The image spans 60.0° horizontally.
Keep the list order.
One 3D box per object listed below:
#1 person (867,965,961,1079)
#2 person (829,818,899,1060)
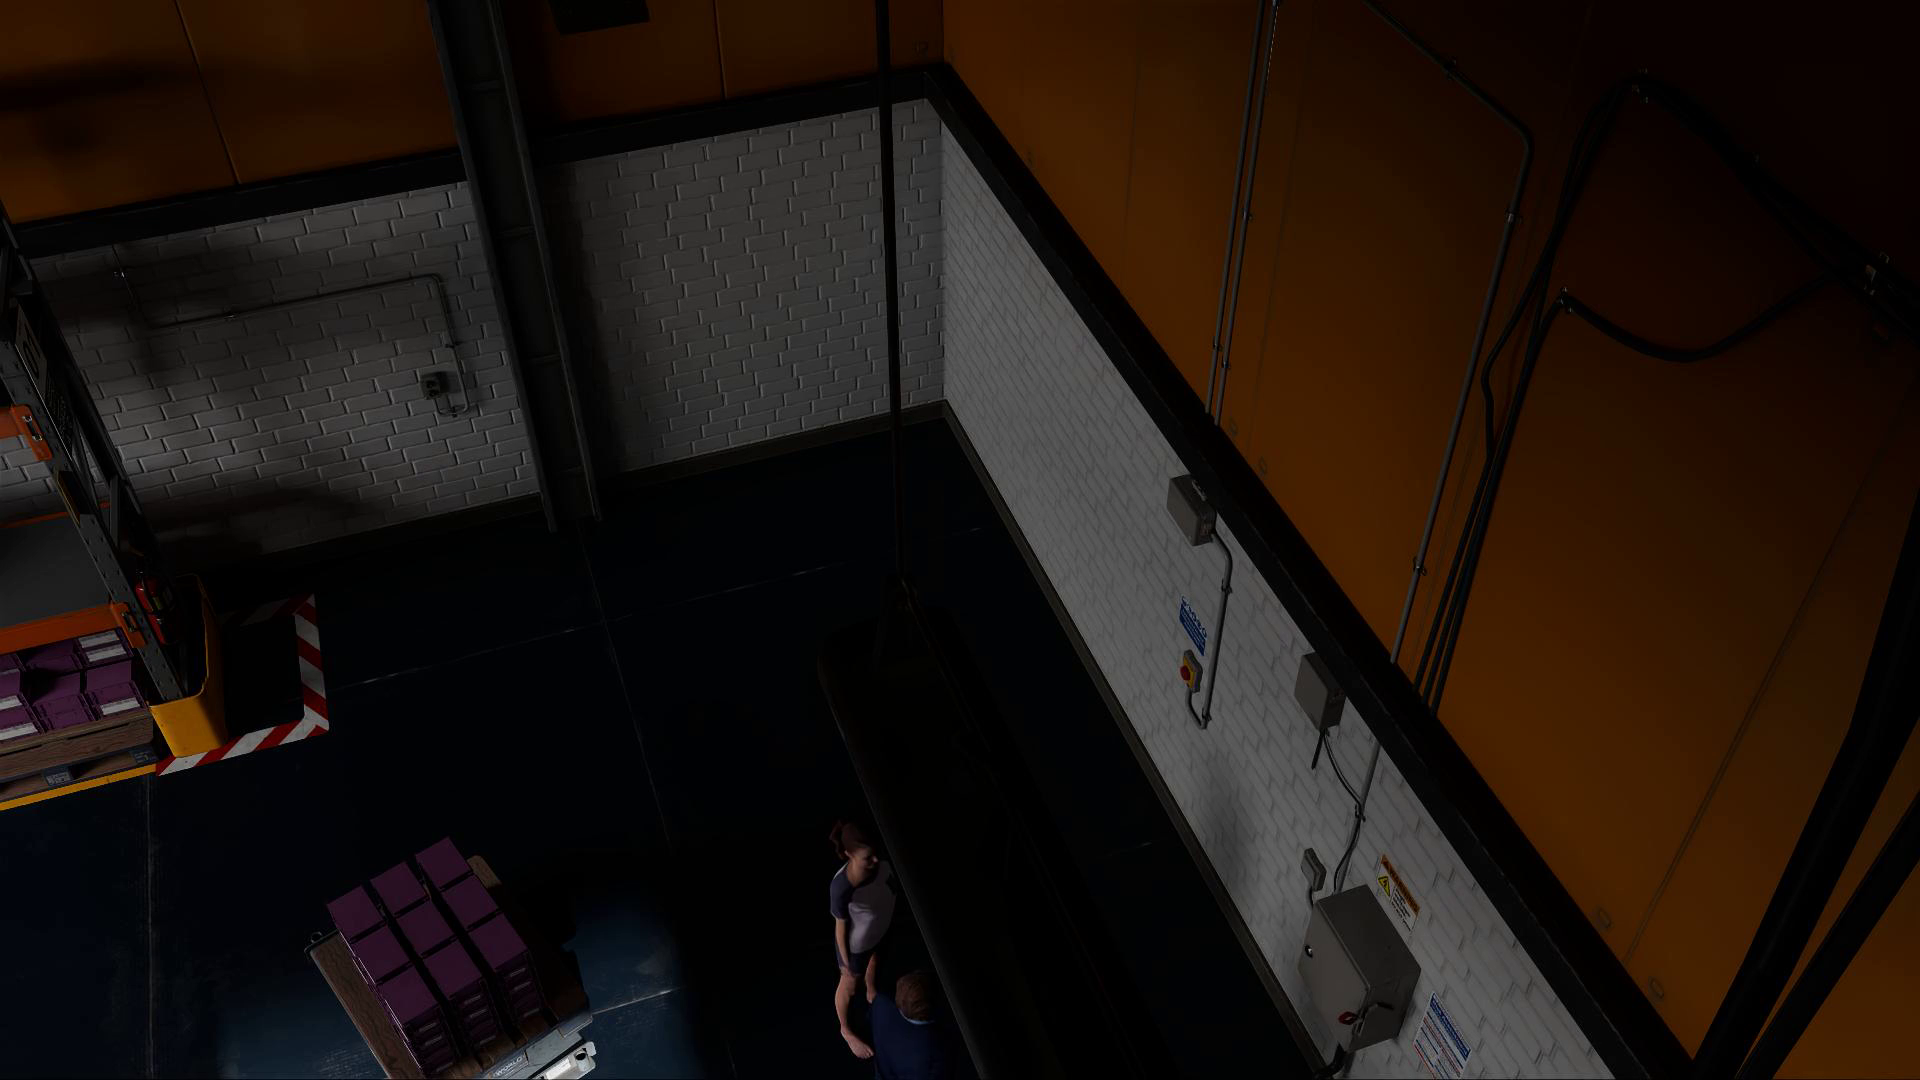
[{"bbox_3d":[-0.283,2.705,7.975,1.025,1.839,1.119,21,48,21],"label":"person"},{"bbox_3d":[-0.503,2.044,8.721,0.741,1.767,0.653,27,50,25],"label":"person"}]
